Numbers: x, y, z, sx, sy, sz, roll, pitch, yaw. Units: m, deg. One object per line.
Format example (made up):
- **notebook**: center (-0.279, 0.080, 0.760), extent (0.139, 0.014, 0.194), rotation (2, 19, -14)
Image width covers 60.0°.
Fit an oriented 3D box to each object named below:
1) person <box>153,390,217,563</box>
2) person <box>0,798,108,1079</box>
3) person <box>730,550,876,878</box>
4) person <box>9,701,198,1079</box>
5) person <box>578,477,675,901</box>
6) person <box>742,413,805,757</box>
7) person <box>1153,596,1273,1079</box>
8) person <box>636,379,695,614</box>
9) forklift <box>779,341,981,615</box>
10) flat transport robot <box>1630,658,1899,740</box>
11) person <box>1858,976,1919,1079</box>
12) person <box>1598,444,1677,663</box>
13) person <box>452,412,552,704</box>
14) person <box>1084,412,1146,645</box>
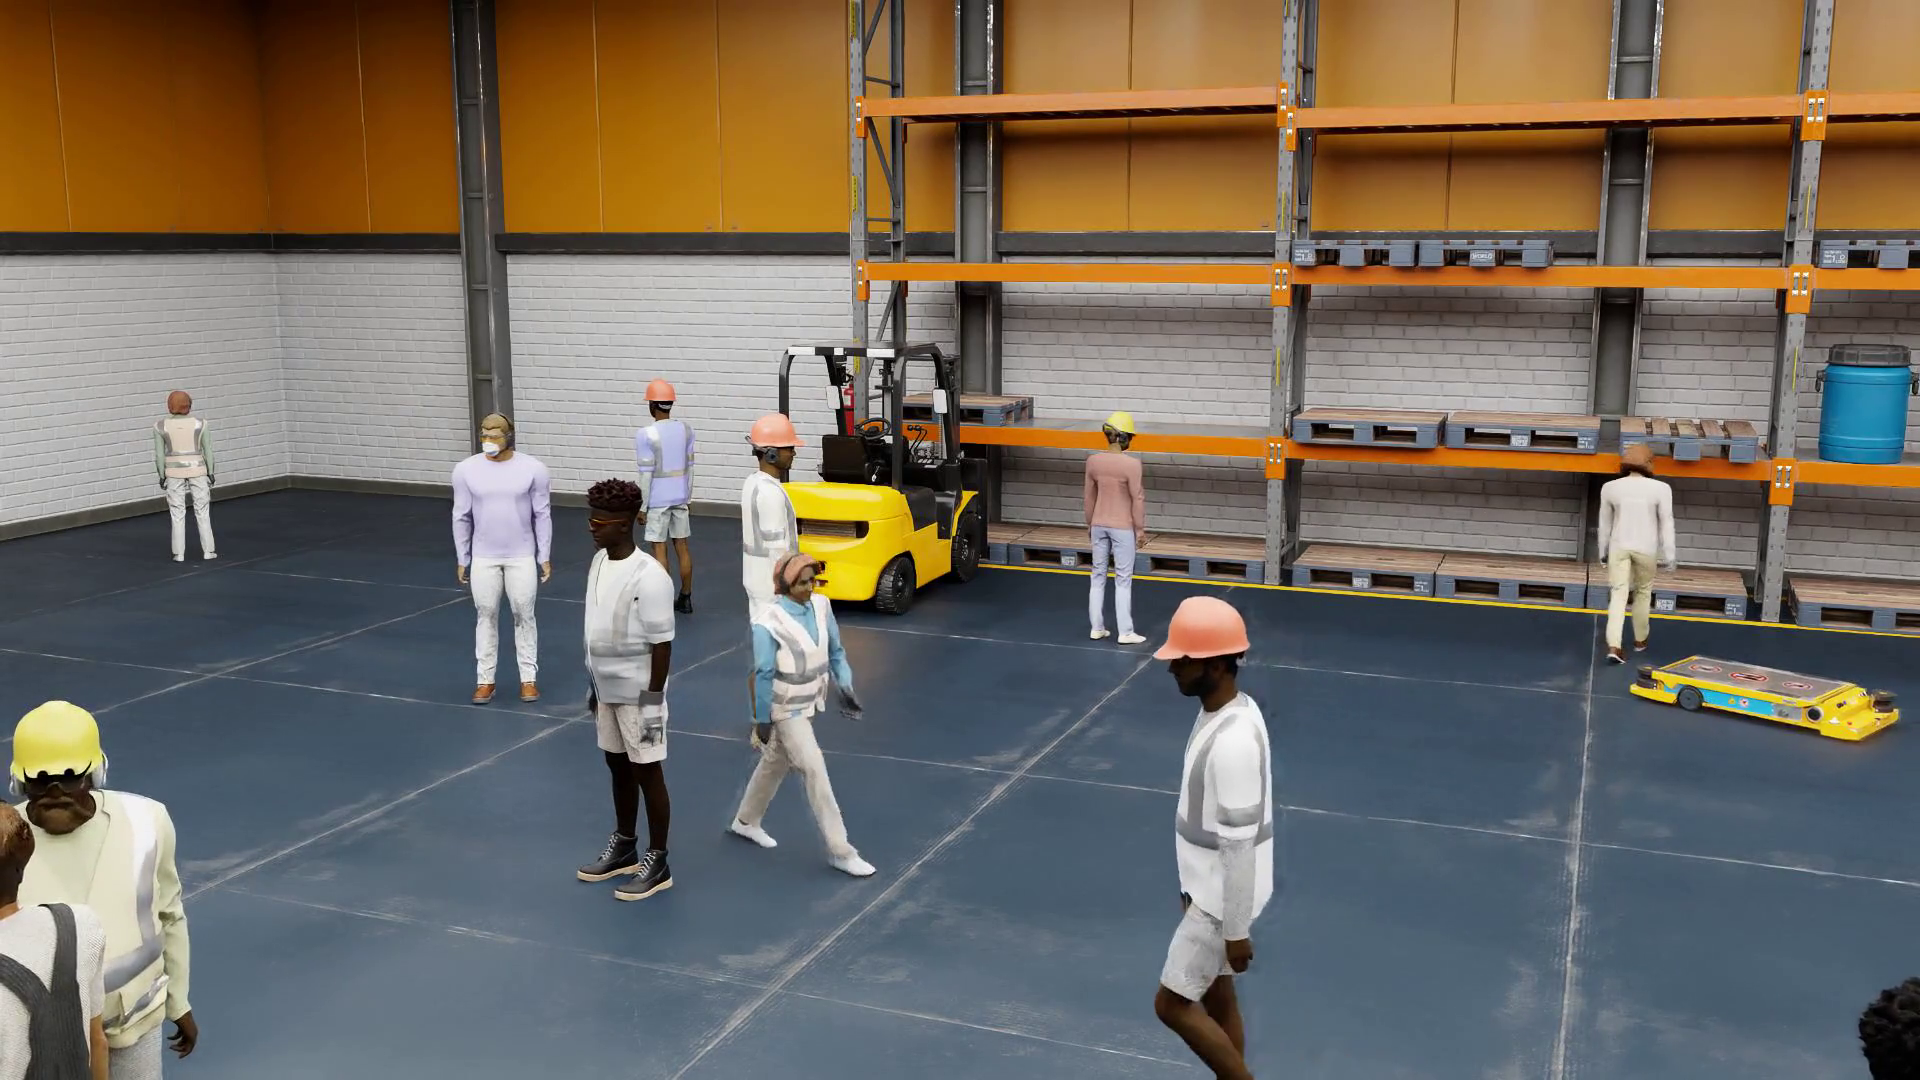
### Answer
- **person**: center (-7.332, -0.597, 15.765), extent (0.513, 1.641, 0.307), rotation (-4, 11, -23)
- **person**: center (-2.122, 1.458, 3.744), extent (0.345, 1.847, 0.506), rotation (2, 10, 13)
- **person**: center (-0.814, 0.811, 8.068), extent (0.898, 1.585, 0.516), rotation (5, 11, 25)
- **person**: center (-2.407, 1.320, 4.556), extent (0.600, 1.827, 0.403), rotation (-8, 13, -39)
- **person**: center (-1.554, 0.681, 7.732), extent (0.369, 1.967, 0.600), rotation (-9, 13, -40)
- **person**: center (-1.083, 0.275, 9.783), extent (0.374, 2.044, 0.607), rotation (-4, 11, -19)
- **person**: center (0.812, 1.124, 5.409), extent (0.404, 1.919, 0.551), rotation (2, 10, 9)
- **person**: center (-2.394, -0.332, 13.454), extent (0.354, 1.939, 0.544), rotation (9, 14, 41)
- **forklift**: center (-0.739, -0.602, 14.246), extent (1.214, 2.155, 2.313), rotation (4, 11, 21)
- **flat transport robot**: center (5.173, 0.989, 10.738), extent (0.652, 0.197, 1.431), rotation (-9, 14, -41)
- **person**: center (1.747, 1.634, 3.217), extent (0.323, 1.691, 0.535), rotation (8, 13, 39)
- **person**: center (4.920, 0.093, 12.104), extent (0.562, 1.574, 0.873), rotation (5, 11, 27)
- **person**: center (-3.003, 0.117, 10.959), extent (0.631, 1.936, 0.362), rotation (-2, 10, -9)
- **person**: center (1.182, -0.087, 12.599), extent (0.523, 1.759, 0.335), rotation (9, 13, 40)
